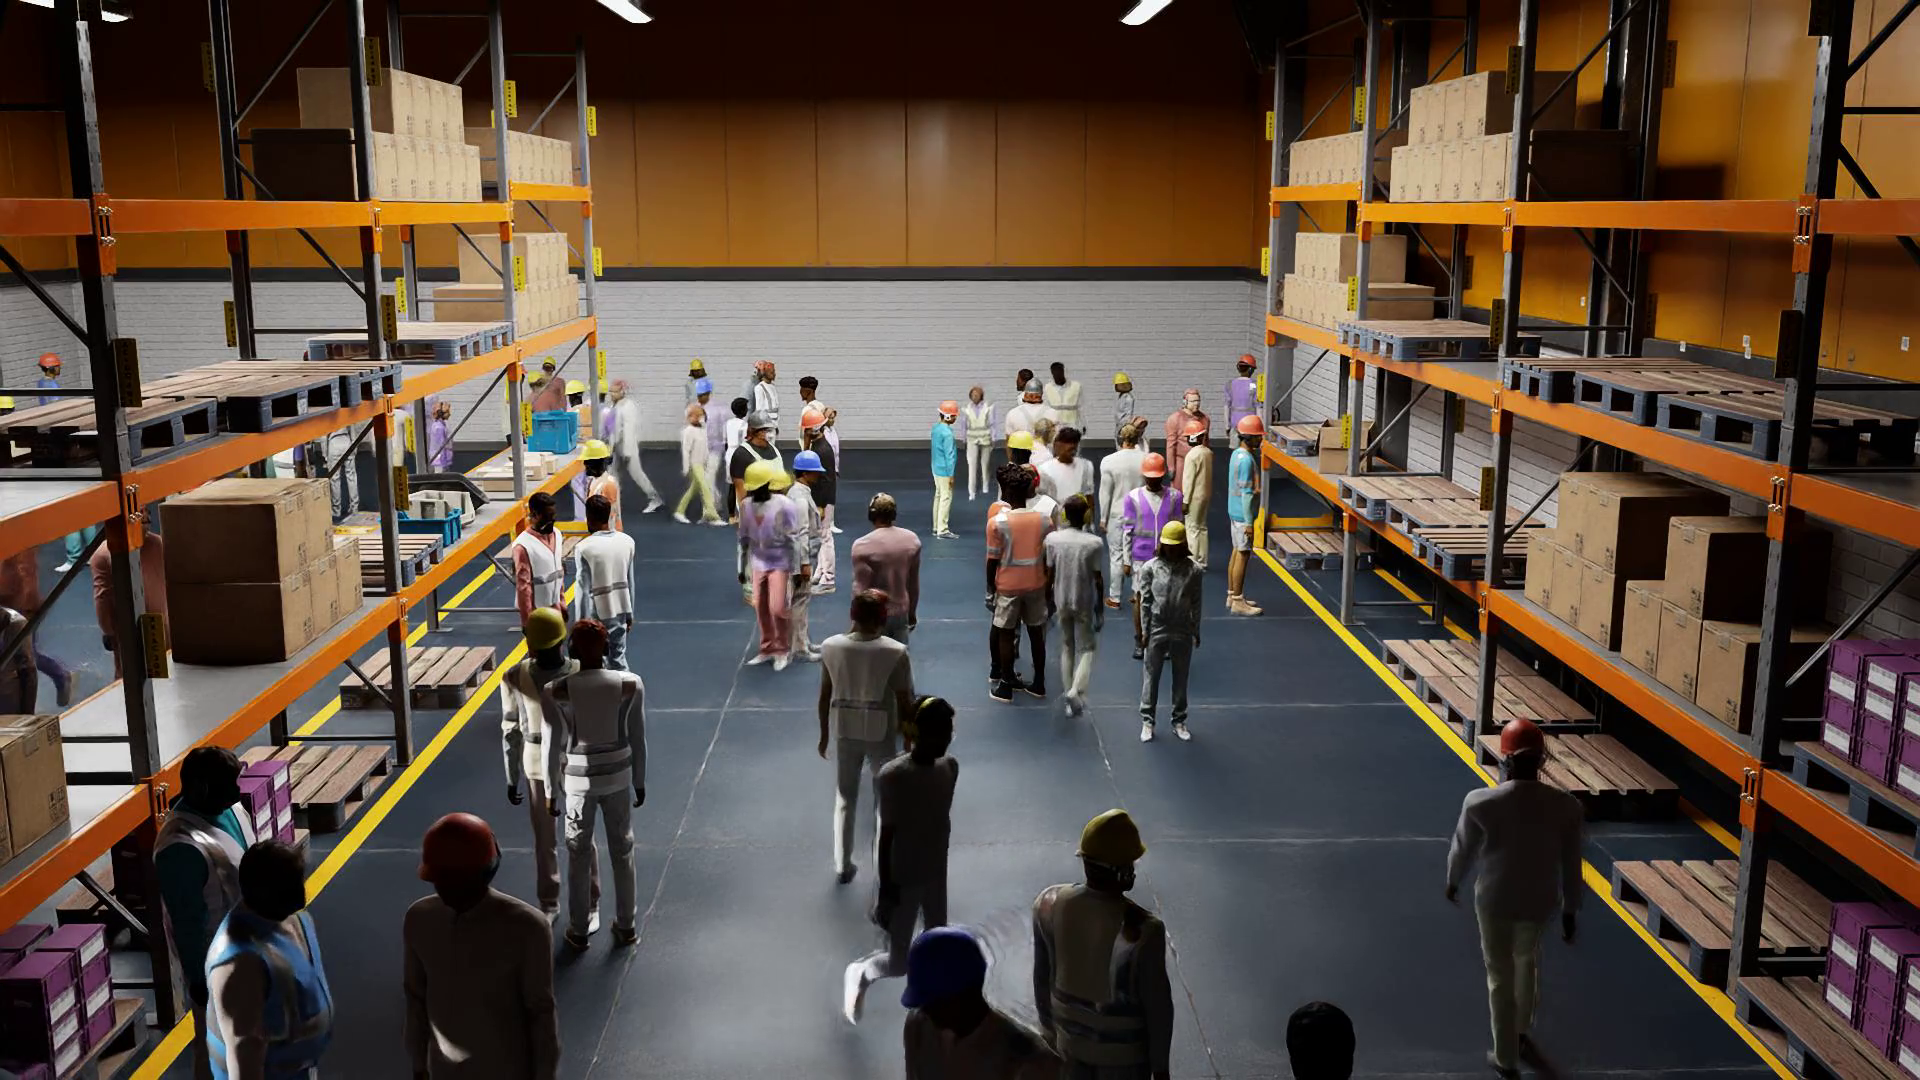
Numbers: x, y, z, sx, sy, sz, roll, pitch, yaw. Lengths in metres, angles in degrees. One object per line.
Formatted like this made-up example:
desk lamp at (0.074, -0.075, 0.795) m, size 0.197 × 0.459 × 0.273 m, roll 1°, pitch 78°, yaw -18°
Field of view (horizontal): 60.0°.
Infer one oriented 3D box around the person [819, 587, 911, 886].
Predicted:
person at (-0.586, 1.204, 10.090) m, size 0.593 × 1.843 × 0.379 m, roll 3°, pitch 12°, yaw 16°

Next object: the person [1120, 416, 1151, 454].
person at (2.129, -0.673, 20.055) m, size 0.346 × 1.633 × 0.522 m, roll 11°, pitch 15°, yaw 42°

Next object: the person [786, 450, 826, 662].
person at (-1.418, 0.146, 15.163) m, size 0.414 × 1.939 × 0.605 m, roll -1°, pitch 11°, yaw -6°

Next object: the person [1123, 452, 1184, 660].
person at (1.763, 0.150, 15.186) m, size 0.548 × 1.924 × 0.387 m, roll 0°, pitch 11°, yaw -2°

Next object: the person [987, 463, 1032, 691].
person at (0.417, 0.311, 14.261) m, size 0.367 × 1.966 × 0.607 m, roll -3°, pitch 12°, yaw -15°

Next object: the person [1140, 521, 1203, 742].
person at (1.632, 0.704, 12.862) m, size 0.486 × 1.740 × 0.314 m, roll 0°, pitch 11°, yaw -2°

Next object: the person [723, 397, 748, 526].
person at (-2.848, -0.999, 21.506) m, size 0.536 × 1.696 × 0.322 m, roll 11°, pitch 15°, yaw 43°

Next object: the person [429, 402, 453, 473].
person at (-6.719, -0.980, 21.585) m, size 0.313 × 1.629 × 0.524 m, roll -4°, pitch 12°, yaw -18°

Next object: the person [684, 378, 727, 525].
person at (-3.322, -1.197, 21.952) m, size 0.620 × 1.924 × 0.830 m, roll 4°, pitch 12°, yaw 19°

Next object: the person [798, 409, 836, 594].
person at (-1.525, -0.416, 17.857) m, size 0.393 × 1.985 × 0.611 m, roll -3°, pitch 12°, yaw -13°

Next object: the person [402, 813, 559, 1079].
person at (-1.760, 1.934, 6.081) m, size 0.618 × 1.986 × 0.408 m, roll 3°, pitch 12°, yaw 14°

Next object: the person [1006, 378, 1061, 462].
person at (0.906, -1.004, 20.666) m, size 0.684 × 2.000 × 0.535 m, roll 0°, pitch 11°, yaw 2°

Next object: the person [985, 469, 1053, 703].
person at (0.490, 0.384, 13.932) m, size 0.603 × 1.957 × 0.386 m, roll -5°, pitch 12°, yaw -23°

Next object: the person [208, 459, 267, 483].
person at (-7.862, -0.475, 18.014) m, size 0.537 × 2.000 × 0.688 m, roll 4°, pitch 12°, yaw 20°

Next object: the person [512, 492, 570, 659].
person at (-3.317, 0.555, 13.200) m, size 0.409 × 1.907 × 0.598 m, roll 3°, pitch 12°, yaw 15°

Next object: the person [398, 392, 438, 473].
person at (-7.780, -1.565, 23.934) m, size 0.648 × 1.879 × 0.700 m, roll 1°, pitch 11°, yaw 5°

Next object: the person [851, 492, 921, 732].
person at (-0.581, 0.590, 12.932) m, size 0.635 × 1.937 × 0.353 m, roll -9°, pitch 14°, yaw -39°

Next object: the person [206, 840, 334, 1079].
person at (-2.578, 1.984, 6.254) m, size 0.447 × 1.826 × 0.674 m, roll -1°, pitch 11°, yaw -5°

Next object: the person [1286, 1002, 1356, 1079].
person at (1.025, 2.239, 4.728) m, size 0.587 × 1.915 × 0.393 m, roll -3°, pitch 12°, yaw -16°

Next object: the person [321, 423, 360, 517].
person at (-8.347, -1.187, 22.352) m, size 0.485 × 1.737 × 0.320 m, roll -11°, pitch 15°, yaw -42°

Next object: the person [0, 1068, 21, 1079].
person at (-2.911, 2.193, 5.047) m, size 0.632 × 1.899 × 0.902 m, roll 3°, pitch 12°, yaw 13°

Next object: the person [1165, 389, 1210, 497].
person at (2.842, -0.916, 20.563) m, size 0.643 × 1.910 × 0.400 m, roll -6°, pitch 13°, yaw -28°

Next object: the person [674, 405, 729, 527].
person at (-3.419, -0.971, 21.644) m, size 0.822 × 1.596 × 0.498 m, roll 4°, pitch 12°, yaw 18°

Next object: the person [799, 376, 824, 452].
person at (-1.915, -1.159, 21.688) m, size 0.380 × 1.951 × 0.606 m, roll 3°, pitch 12°, yaw 13°

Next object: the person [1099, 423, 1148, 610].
person at (1.720, -0.237, 17.115) m, size 0.622 × 1.932 × 0.368 m, roll -4°, pitch 12°, yaw -21°

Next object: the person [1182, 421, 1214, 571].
person at (2.648, -0.481, 18.804) m, size 0.355 × 1.740 × 0.574 m, roll 7°, pitch 13°, yaw 32°

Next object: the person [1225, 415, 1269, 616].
person at (2.919, -0.256, 16.909) m, size 0.378 × 2.041 × 0.616 m, roll 0°, pitch 11°, yaw 1°

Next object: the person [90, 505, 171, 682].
person at (-6.265, 0.642, 12.757) m, size 0.410 × 1.905 × 0.641 m, roll 10°, pitch 15°, yaw 41°

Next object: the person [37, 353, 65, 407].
person at (-13.059, -1.680, 24.039) m, size 0.608 × 2.048 × 0.365 m, roll 10°, pitch 15°, yaw 41°

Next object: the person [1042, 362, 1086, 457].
person at (1.531, -1.701, 24.586) m, size 0.630 × 1.869 × 0.525 m, roll 2°, pitch 11°, yaw 10°

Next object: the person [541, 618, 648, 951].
person at (-2.021, 1.356, 9.248) m, size 0.576 × 1.880 × 0.350 m, roll -4°, pitch 12°, yaw -21°

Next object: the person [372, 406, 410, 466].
person at (-7.915, -1.276, 23.151) m, size 0.504 × 1.602 × 0.697 m, roll -2°, pitch 11°, yaw -9°

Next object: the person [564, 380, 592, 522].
person at (-4.919, -1.104, 21.499) m, size 0.396 × 1.913 × 0.591 m, roll 4°, pitch 12°, yaw 20°
